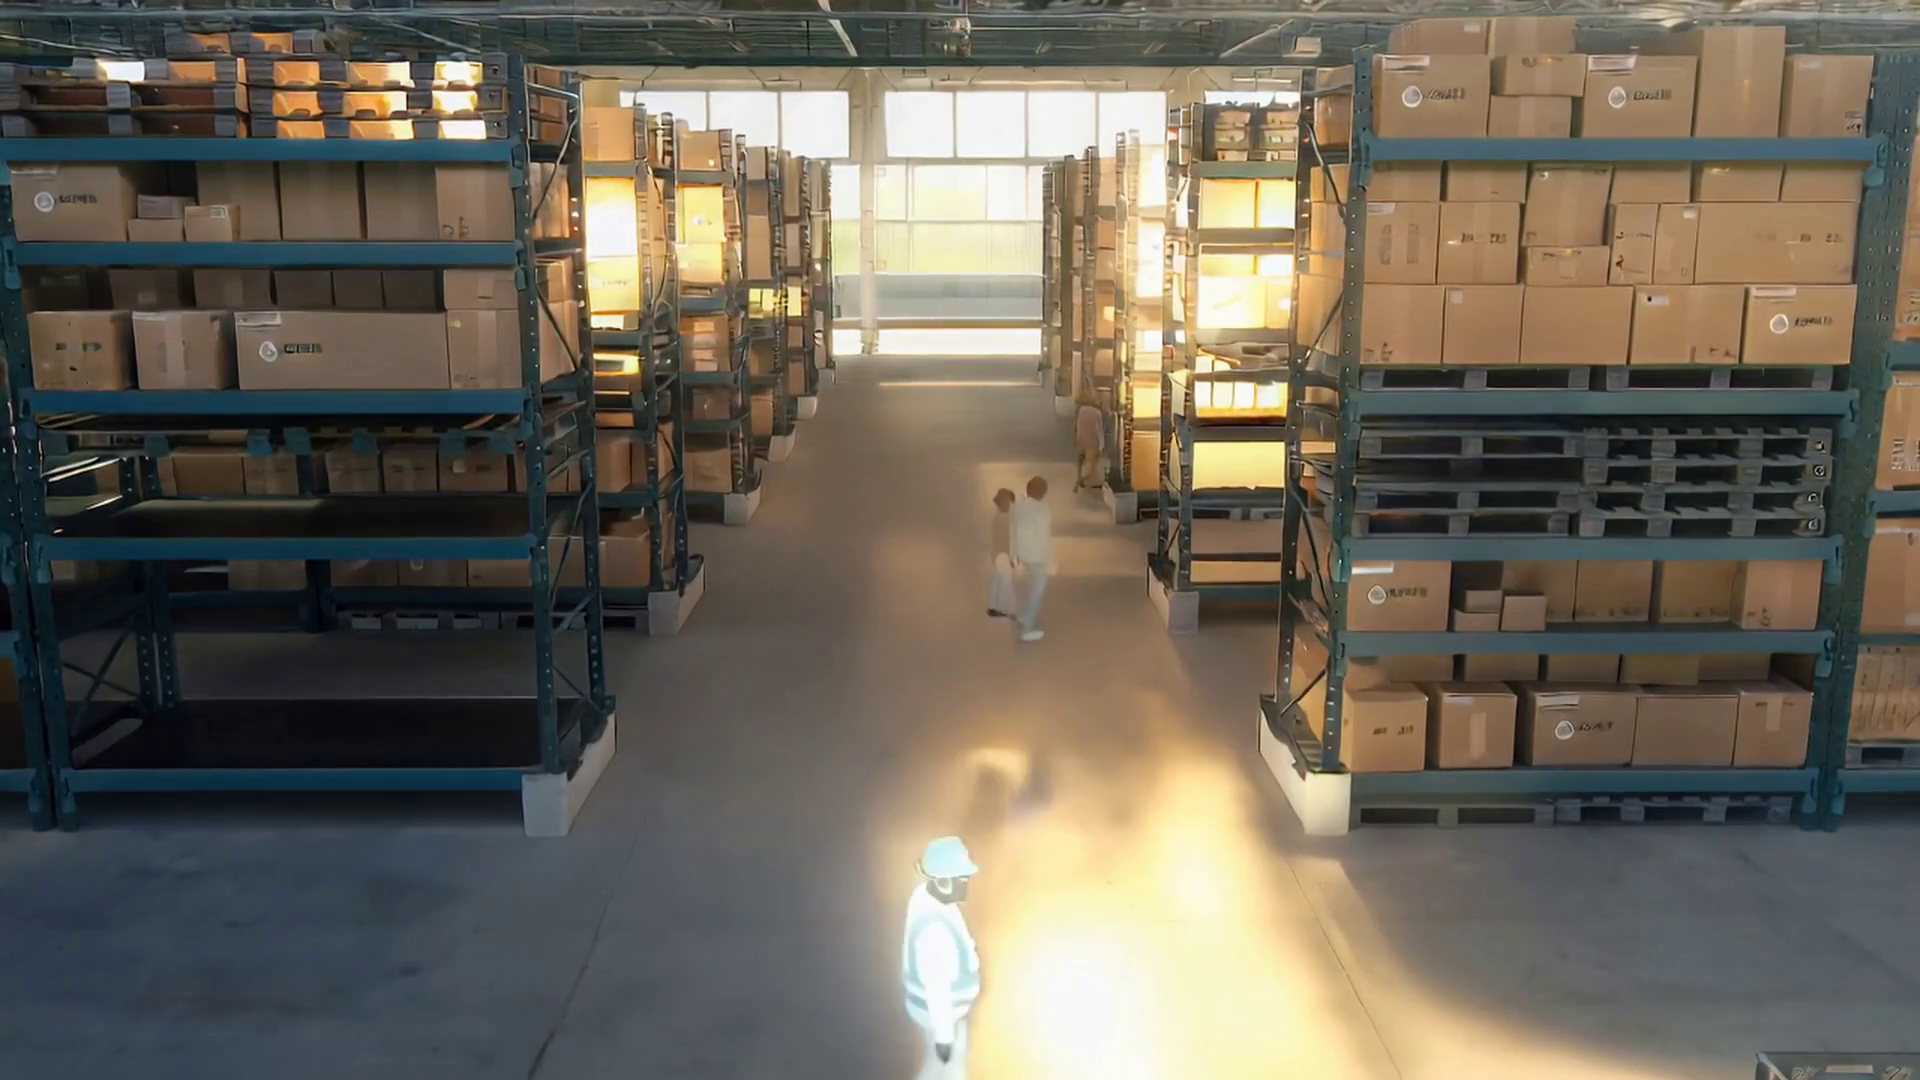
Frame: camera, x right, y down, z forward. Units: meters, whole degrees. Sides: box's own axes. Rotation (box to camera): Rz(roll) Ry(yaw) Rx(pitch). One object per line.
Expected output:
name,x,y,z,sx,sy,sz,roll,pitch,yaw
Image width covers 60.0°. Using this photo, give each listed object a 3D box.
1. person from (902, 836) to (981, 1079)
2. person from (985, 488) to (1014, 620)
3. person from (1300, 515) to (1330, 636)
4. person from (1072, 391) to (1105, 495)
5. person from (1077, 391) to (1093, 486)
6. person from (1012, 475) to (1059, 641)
person,-0.121,2.379,8.548,0.459,1.819,0.622,-1,11,-3
person,0.489,0.169,19.996,0.380,1.609,0.537,3,12,15
person,4.108,0.269,18.792,0.405,1.906,0.652,-5,12,-22
person,2.216,-1.680,28.750,0.852,1.800,0.601,-8,14,-34
person,2.280,-1.803,29.607,0.319,1.691,0.536,-7,13,-30
person,0.864,0.215,19.035,0.448,1.925,0.629,-6,13,-27
